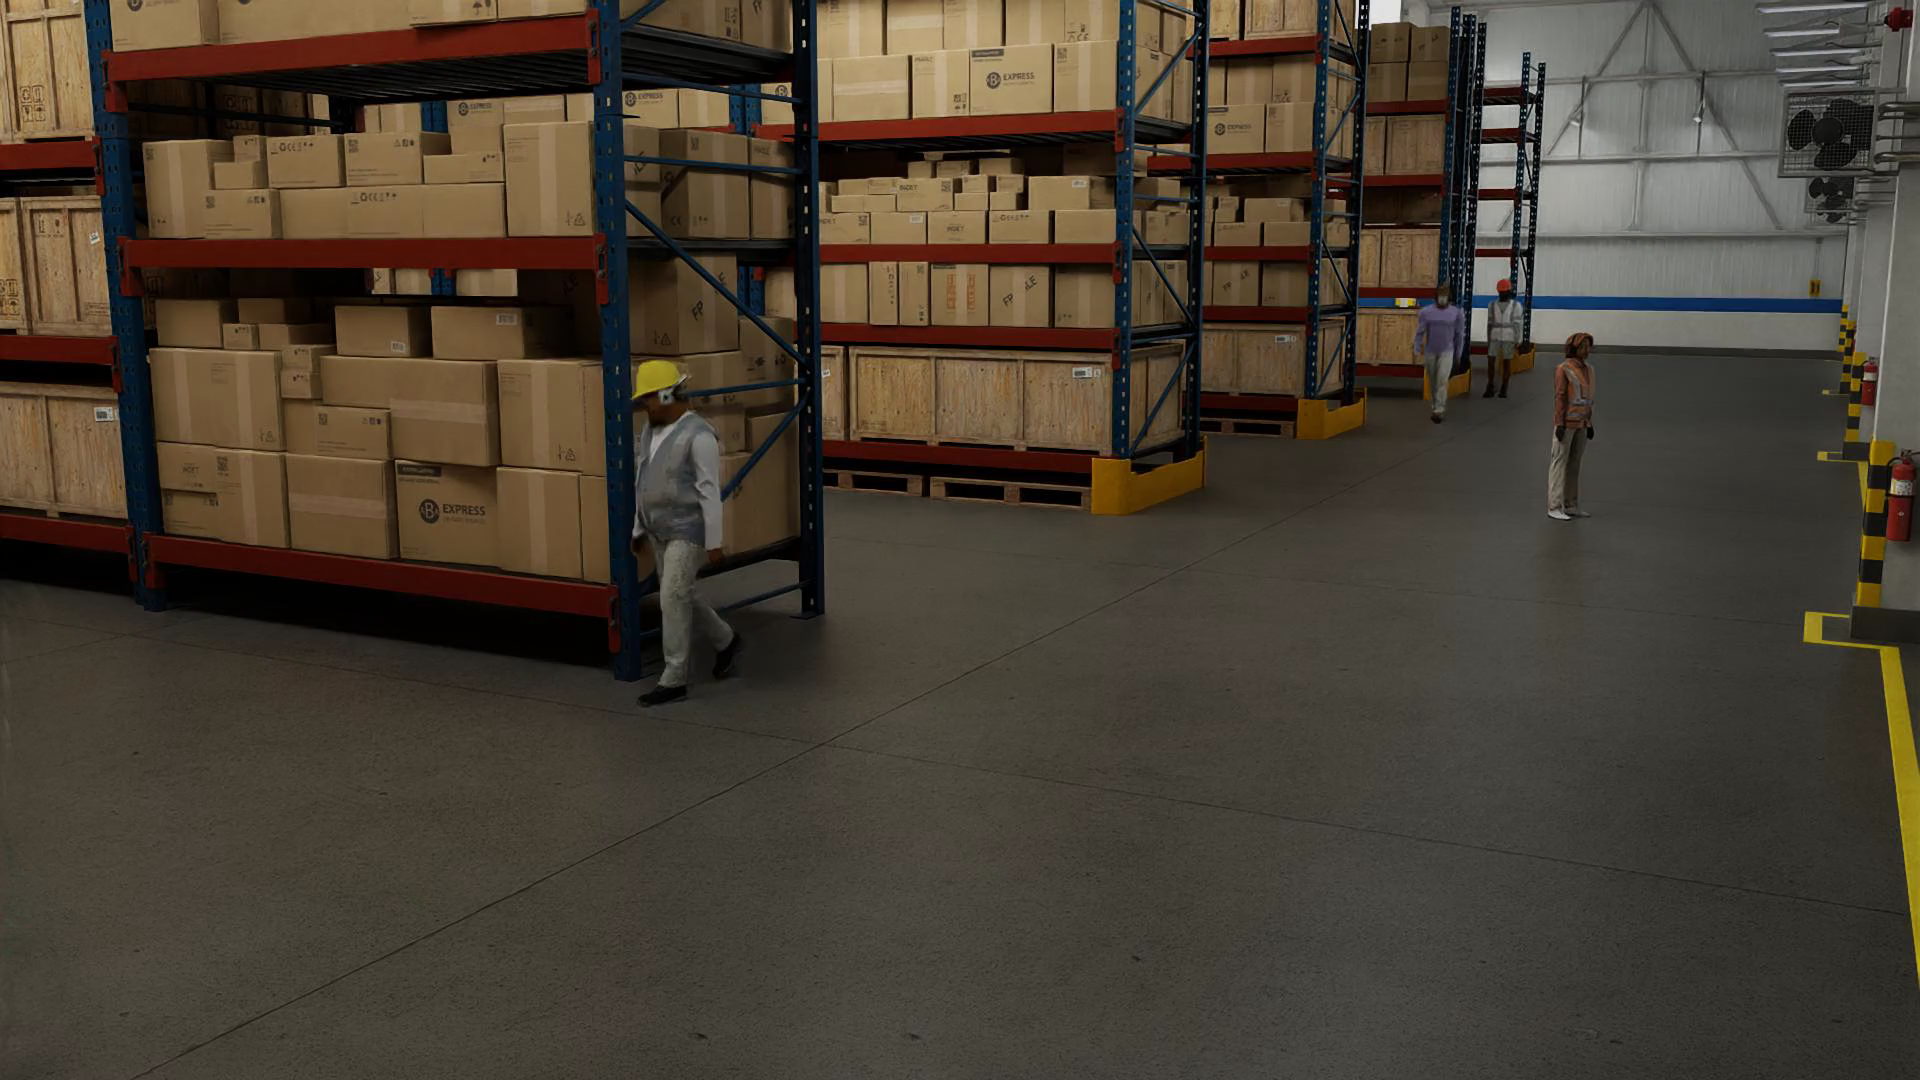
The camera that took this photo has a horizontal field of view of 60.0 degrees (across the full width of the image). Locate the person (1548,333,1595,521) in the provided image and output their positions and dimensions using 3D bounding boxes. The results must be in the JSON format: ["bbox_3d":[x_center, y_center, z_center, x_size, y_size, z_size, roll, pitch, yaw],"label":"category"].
[{"bbox_3d":[5.381,-0.998,14.608,0.513,1.641,0.309,-7,12,-37],"label":"person"}]

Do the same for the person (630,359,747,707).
[{"bbox_3d":[-1.425,-0.064,8.778,0.752,1.794,0.603,-8,12,-38],"label":"person"}]

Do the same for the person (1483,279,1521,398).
[{"bbox_3d":[8.682,-3.212,26.644,0.563,1.910,0.771,5,11,29],"label":"person"}]

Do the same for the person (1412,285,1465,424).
[{"bbox_3d":[6.593,-2.553,22.913,0.648,1.890,1.014,5,11,25],"label":"person"}]
